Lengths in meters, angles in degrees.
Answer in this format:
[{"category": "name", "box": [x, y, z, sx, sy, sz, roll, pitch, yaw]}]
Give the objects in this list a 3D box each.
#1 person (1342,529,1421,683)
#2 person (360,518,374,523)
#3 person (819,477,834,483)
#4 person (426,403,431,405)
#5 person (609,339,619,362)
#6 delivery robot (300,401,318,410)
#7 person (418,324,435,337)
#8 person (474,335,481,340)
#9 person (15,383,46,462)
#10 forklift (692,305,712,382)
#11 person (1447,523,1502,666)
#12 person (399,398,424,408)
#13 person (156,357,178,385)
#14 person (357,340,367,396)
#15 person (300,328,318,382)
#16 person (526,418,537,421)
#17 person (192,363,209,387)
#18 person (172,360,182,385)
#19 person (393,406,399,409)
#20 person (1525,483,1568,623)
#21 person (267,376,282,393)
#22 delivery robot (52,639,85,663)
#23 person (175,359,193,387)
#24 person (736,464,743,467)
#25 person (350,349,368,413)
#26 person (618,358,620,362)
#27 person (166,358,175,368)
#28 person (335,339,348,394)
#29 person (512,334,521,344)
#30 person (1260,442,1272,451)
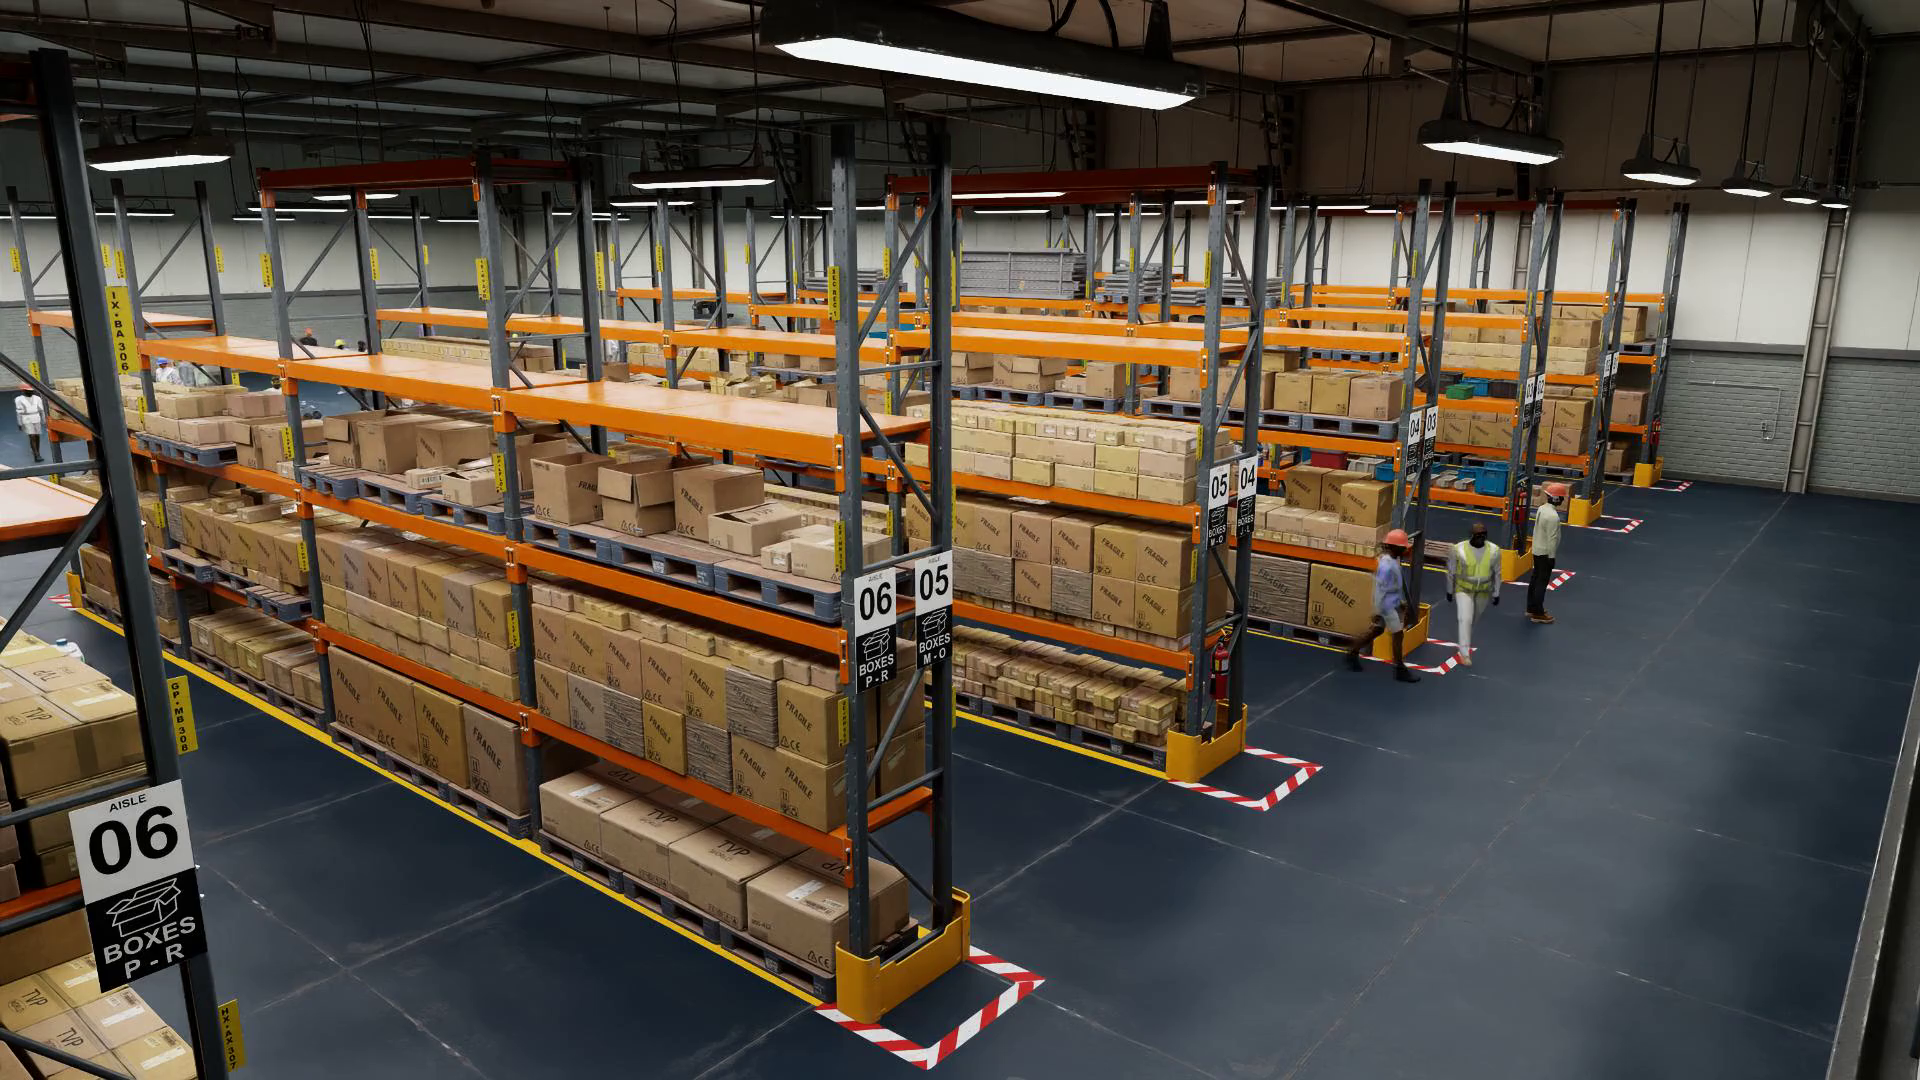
[{"category": "person", "box": [5.222, 0.771, 15.525, 0.957, 1.896, 0.566, 6, 15, 25]}, {"category": "person", "box": [-10.892, -1.138, 23.612, 0.945, 1.786, 0.593, 0, 14, 1]}, {"category": "person", "box": [-2.956, -2.226, 27.780, 0.453, 1.918, 0.650, 10, 17, 37]}, {"category": "person", "box": [-11.588, -2.140, 27.584, 0.615, 1.855, 0.796, -12, 18, -40]}, {"category": "person", "box": [-13.193, -7.217, 48.569, 0.621, 1.793, 0.872, -10, 17, -36]}, {"category": "delivery robot", "box": [-19.371, -3.980, 37.199, 0.698, 0.223, 0.335, 2, 14, 8]}, {"category": "person", "box": [-22.768, -8.560, 53.869, 0.651, 1.906, 0.403, -3, 14, -12]}, {"category": "person", "box": [-17.561, -6.551, 45.788, 0.751, 1.817, 0.633, 1, 14, 4]}, {"category": "person", "box": [-22.224, -2.834, 30.276, 0.701, 1.918, 0.577, 7, 15, 27]}, {"category": "forklift", "box": [-9.511, -7.392, 47.124, 1.873, 2.768, 1.129, 11, 17, 38]}, {"category": "person", "box": [6.624, 0.634, 16.296, 0.637, 1.804, 0.932, 2, 14, 7]}, {"category": "person", "box": [-14.115, -3.301, 32.415, 0.645, 1.812, 0.747, -4, 14, -15]}, {"category": "person", "box": [-22.877, -4.316, 36.340, 0.602, 1.940, 0.401, 1, 14, 5]}, {"category": "person", "box": [-20.186, -5.849, 42.764, 0.602, 1.890, 0.749, 0, 14, 2]}, {"category": "person", "box": [-24.059, -6.853, 46.699, 0.679, 1.969, 0.651, 11, 17, 37]}, {"category": "person", "box": [-12.567, -4.225, 36.512, 0.532, 1.679, 0.425, -12, 18, -40]}, {"category": "person", "box": [-23.738, -4.915, 39.525, 0.737, 1.603, 0.507, -1, 14, -3]}, {"category": "person", "box": [-24.036, -4.753, 38.844, 0.793, 1.601, 0.528, 8, 16, 30]}, {"category": "person", "box": [-15.399, -3.891, 34.614, 0.896, 1.926, 0.616, 2, 14, 8]}, {"category": "person", "box": [8.304, 0.166, 17.815, 0.406, 1.986, 0.617, 2, 14, 8]}, {"category": "person", "box": [-17.337, -3.241, 32.096, 0.570, 1.852, 0.545, -11, 17, -37]}, {"category": "delivery robot", "box": [-10.945, 1.452, 15.393, 0.477, 0.478, 0.707, -12, 18, -40]}, {"category": "person", "box": [-23.582, -4.768, 38.272, 0.610, 1.903, 0.692, -7, 15, -27]}, {"category": "person", "box": [-3.737, -0.488, 21.290, 0.536, 1.606, 0.677, -13, 19, -42]}, {"category": "person", "box": [-18.246, -4.777, 38.114, 0.585, 2.000, 0.702, -13, 19, -42]}, {"category": "person", "box": [-9.902, -4.462, 37.137, 0.389, 1.846, 0.565, 11, 18, 39]}, {"category": "person", "box": [-26.452, -5.681, 42.077, 0.643, 1.890, 0.579, 7, 15, 27]}, {"category": "person", "box": [-21.126, -5.990, 43.350, 0.594, 1.887, 0.920, 5, 15, 20]}, {"category": "person", "box": [-16.480, -6.784, 46.858, 0.533, 1.767, 0.326, -3, 14, -12]}, {"category": "person", "box": [6.396, -1.707, 26.260, 0.411, 1.620, 0.522, 9, 17, 34]}]
